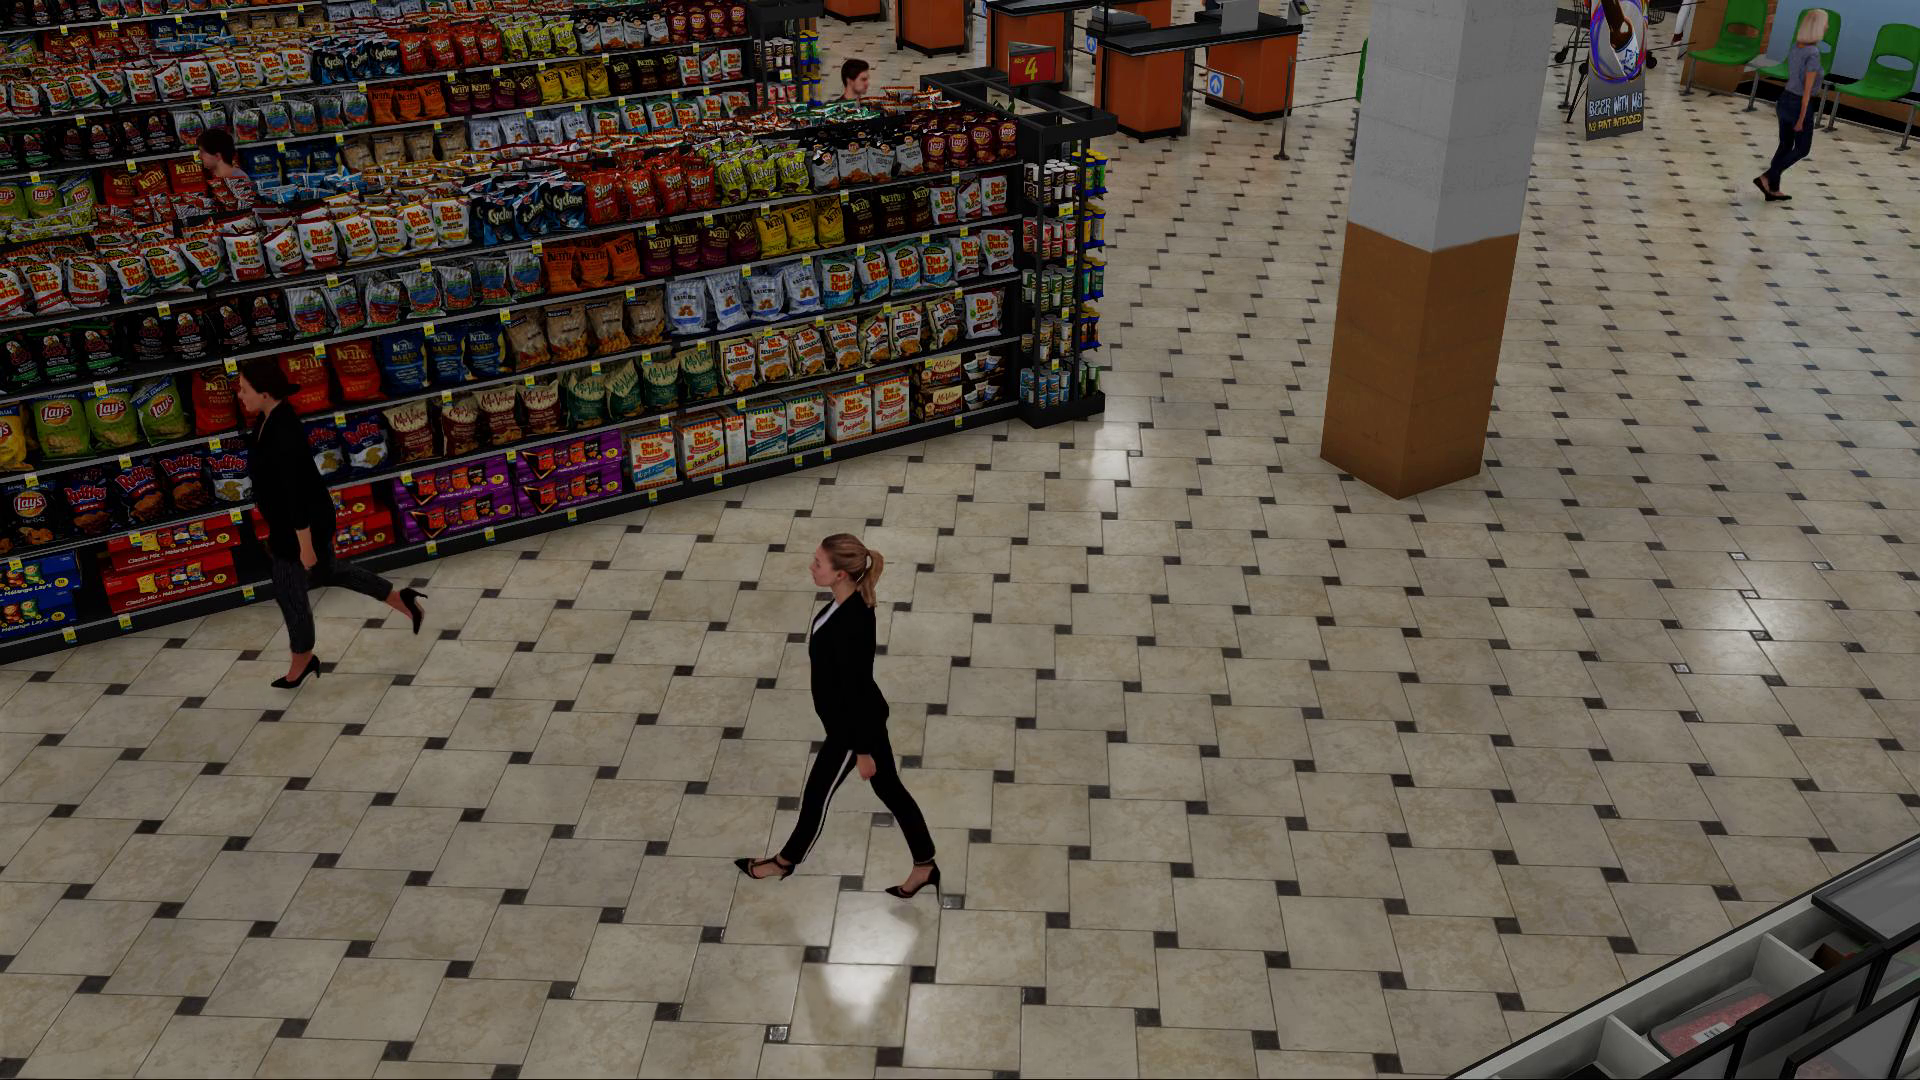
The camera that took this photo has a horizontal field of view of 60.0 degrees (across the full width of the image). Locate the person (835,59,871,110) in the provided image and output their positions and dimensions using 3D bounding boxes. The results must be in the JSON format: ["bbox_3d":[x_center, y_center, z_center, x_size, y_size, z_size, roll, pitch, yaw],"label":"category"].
[{"bbox_3d":[-0.947,-2.820,12.881,1.050,1.809,1.038,12,31,20],"label":"person"}]

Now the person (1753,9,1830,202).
[{"bbox_3d":[7.397,-3.855,14.878,0.806,1.712,0.714,-3,29,-6],"label":"person"}]

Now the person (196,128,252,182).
[{"bbox_3d":[-4.647,-1.826,11.034,0.693,1.834,0.717,-11,31,-20],"label":"person"}]

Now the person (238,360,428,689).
[{"bbox_3d":[-3.057,-0.070,7.967,1.031,1.690,0.672,-14,31,-23],"label":"person"}]

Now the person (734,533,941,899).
[{"bbox_3d":[-0.324,0.757,6.488,1.170,1.657,1.023,2,29,4],"label":"person"}]
